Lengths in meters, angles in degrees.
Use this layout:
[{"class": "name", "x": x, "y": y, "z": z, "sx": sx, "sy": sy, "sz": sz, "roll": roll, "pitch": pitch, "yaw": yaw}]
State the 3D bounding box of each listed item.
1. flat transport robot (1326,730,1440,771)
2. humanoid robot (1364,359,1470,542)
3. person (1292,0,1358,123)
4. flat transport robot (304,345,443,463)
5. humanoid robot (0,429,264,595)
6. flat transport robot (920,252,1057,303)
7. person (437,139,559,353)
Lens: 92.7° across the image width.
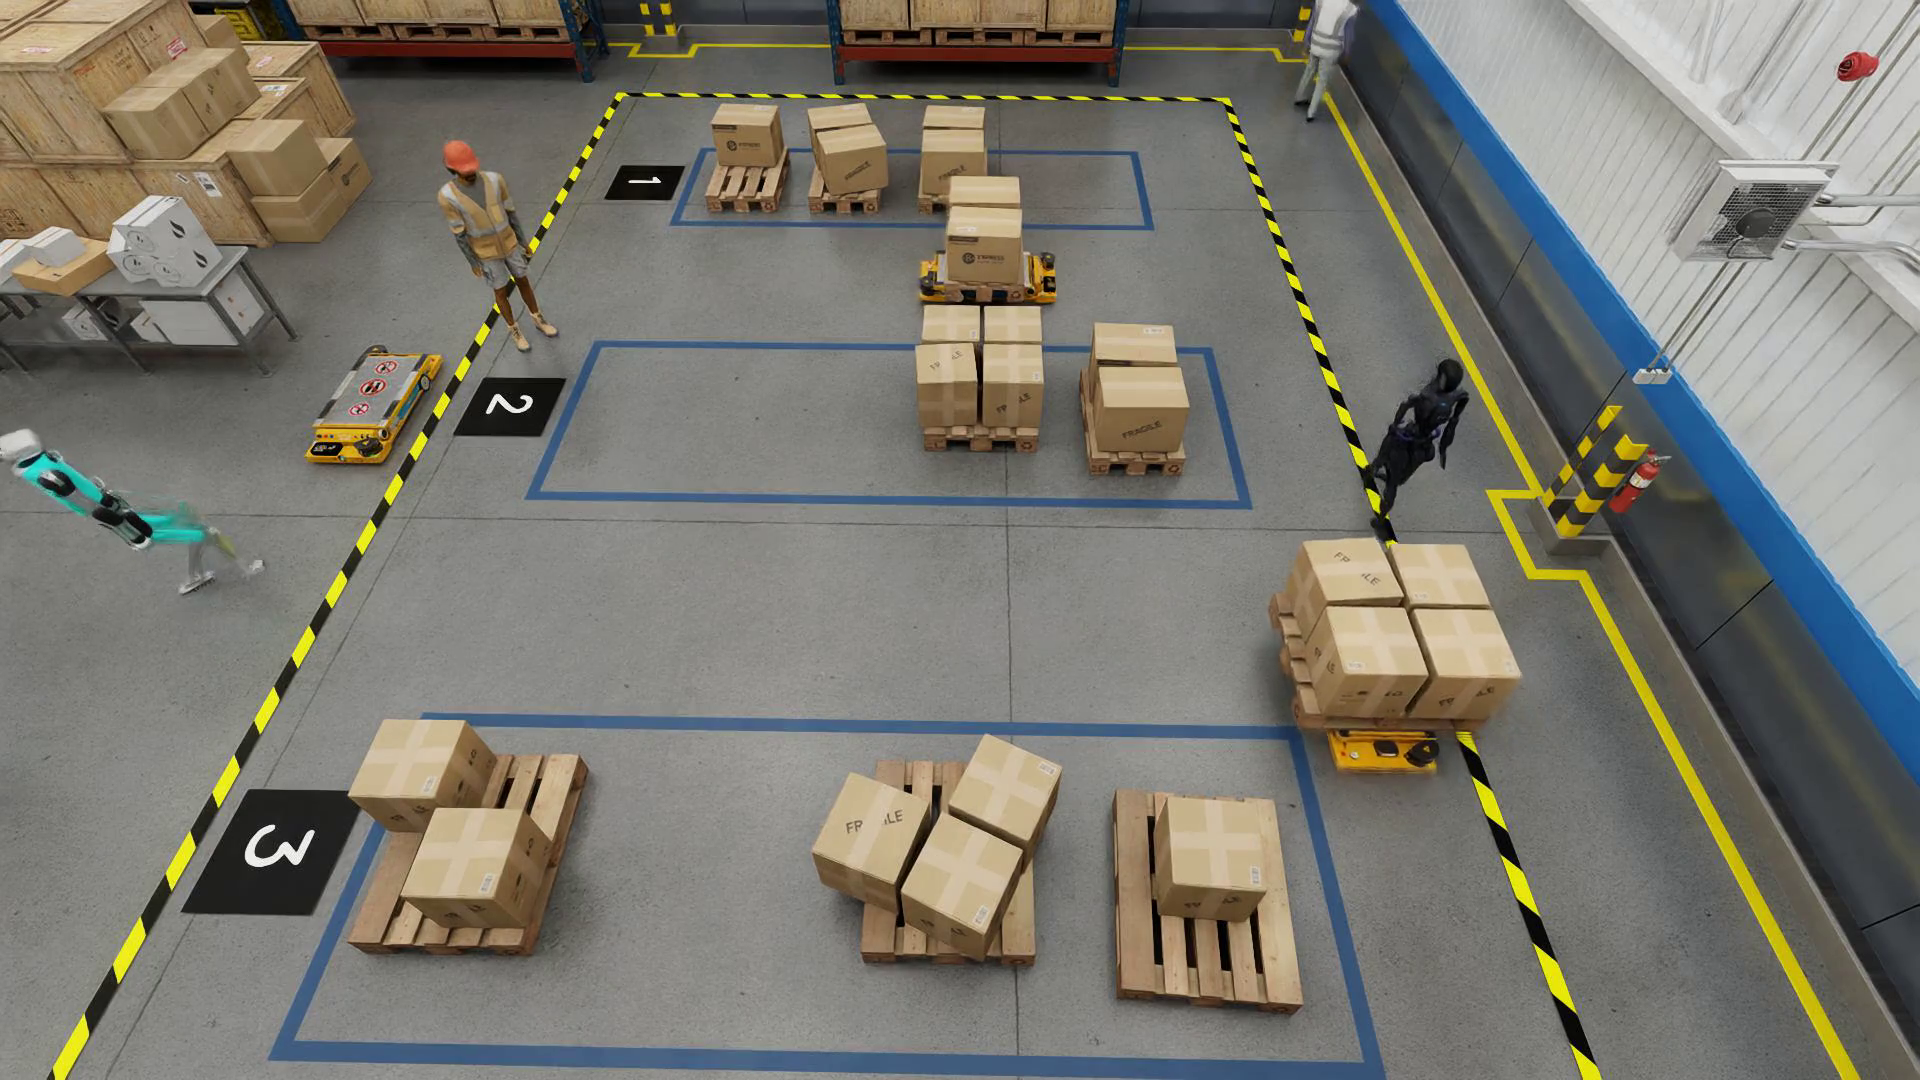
[{"class": "flat transport robot", "x": 2.866, "y": 0.947, "z": 6.548, "sx": 0.652, "sy": 0.197, "sz": 1.431, "roll": 1, "pitch": 50, "yaw": 1}, {"class": "humanoid robot", "x": 3.483, "y": -0.773, "z": 7.119, "sx": 0.596, "sy": 1.637, "sz": 0.700, "roll": -7, "pitch": 50, "yaw": -6}, {"class": "person", "x": 4.692, "y": -6.267, "z": 11.678, "sx": 0.478, "sy": 1.796, "sz": 0.608, "roll": -31, "pitch": 56, "yaw": -23}, {"class": "flat transport robot", "x": -5.383, "y": -1.269, "z": 8.441, "sx": 0.659, "sy": 0.231, "sz": 1.431, "roll": 1, "pitch": 50, "yaw": 1}, {"class": "humanoid robot", "x": -5.837, "y": -0.229, "z": 6.633, "sx": 0.535, "sy": 1.826, "sz": 0.838, "roll": 27, "pitch": 55, "yaw": 21}, {"class": "flat transport robot", "x": 0.301, "y": -2.799, "z": 9.717, "sx": 1.431, "sy": 0.197, "sz": 0.652, "roll": 1, "pitch": 50, "yaw": 1}, {"class": "person", "x": -4.286, "y": -2.704, "z": 8.494, "sx": 0.366, "sy": 2.045, "sz": 0.607, "roll": 35, "pitch": 58, "yaw": 26}]
